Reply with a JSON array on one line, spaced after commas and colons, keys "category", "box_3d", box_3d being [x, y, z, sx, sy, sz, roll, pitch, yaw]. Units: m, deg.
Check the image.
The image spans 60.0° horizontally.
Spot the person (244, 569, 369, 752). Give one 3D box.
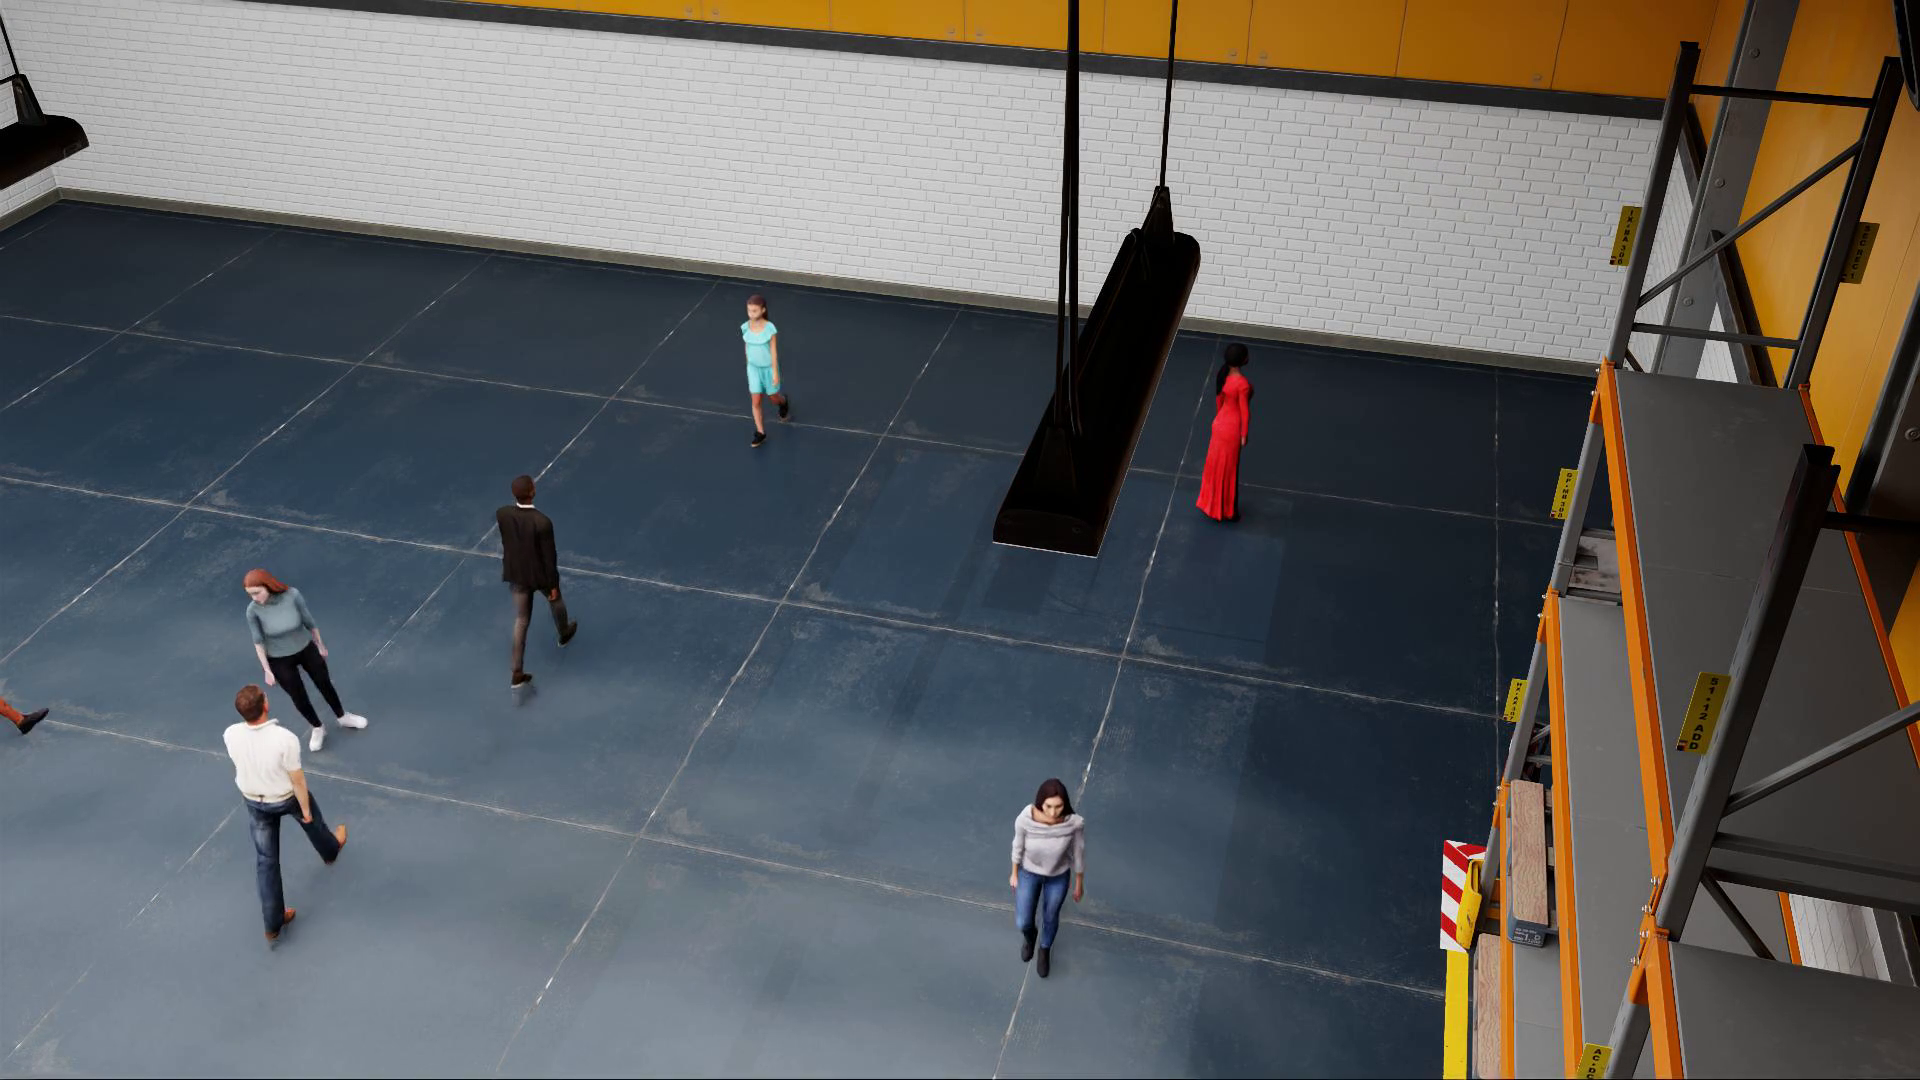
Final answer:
[{"category": "person", "box_3d": [-4.940, 0.870, 12.406, 0.888, 1.703, 0.791, 27, 42, 34]}]

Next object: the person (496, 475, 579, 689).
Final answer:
[{"category": "person", "box_3d": [-3.426, 0.356, 13.134, 0.691, 1.752, 1.223, 6, 34, 9]}]

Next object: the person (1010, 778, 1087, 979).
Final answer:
[{"category": "person", "box_3d": [0.542, 2.098, 10.631, 0.670, 1.622, 0.621, 3, 34, 4]}]

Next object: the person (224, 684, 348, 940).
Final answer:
[{"category": "person", "box_3d": [-4.549, 1.797, 10.924, 0.823, 1.798, 1.309, 3, 34, 5]}]

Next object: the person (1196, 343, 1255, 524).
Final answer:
[{"category": "person", "box_3d": [2.433, -0.984, 15.122, 0.802, 1.784, 0.731, -14, 36, -20]}]

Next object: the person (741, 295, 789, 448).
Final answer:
[{"category": "person", "box_3d": [-1.911, -1.721, 16.448, 0.558, 1.544, 0.922, 10, 35, 15]}]
